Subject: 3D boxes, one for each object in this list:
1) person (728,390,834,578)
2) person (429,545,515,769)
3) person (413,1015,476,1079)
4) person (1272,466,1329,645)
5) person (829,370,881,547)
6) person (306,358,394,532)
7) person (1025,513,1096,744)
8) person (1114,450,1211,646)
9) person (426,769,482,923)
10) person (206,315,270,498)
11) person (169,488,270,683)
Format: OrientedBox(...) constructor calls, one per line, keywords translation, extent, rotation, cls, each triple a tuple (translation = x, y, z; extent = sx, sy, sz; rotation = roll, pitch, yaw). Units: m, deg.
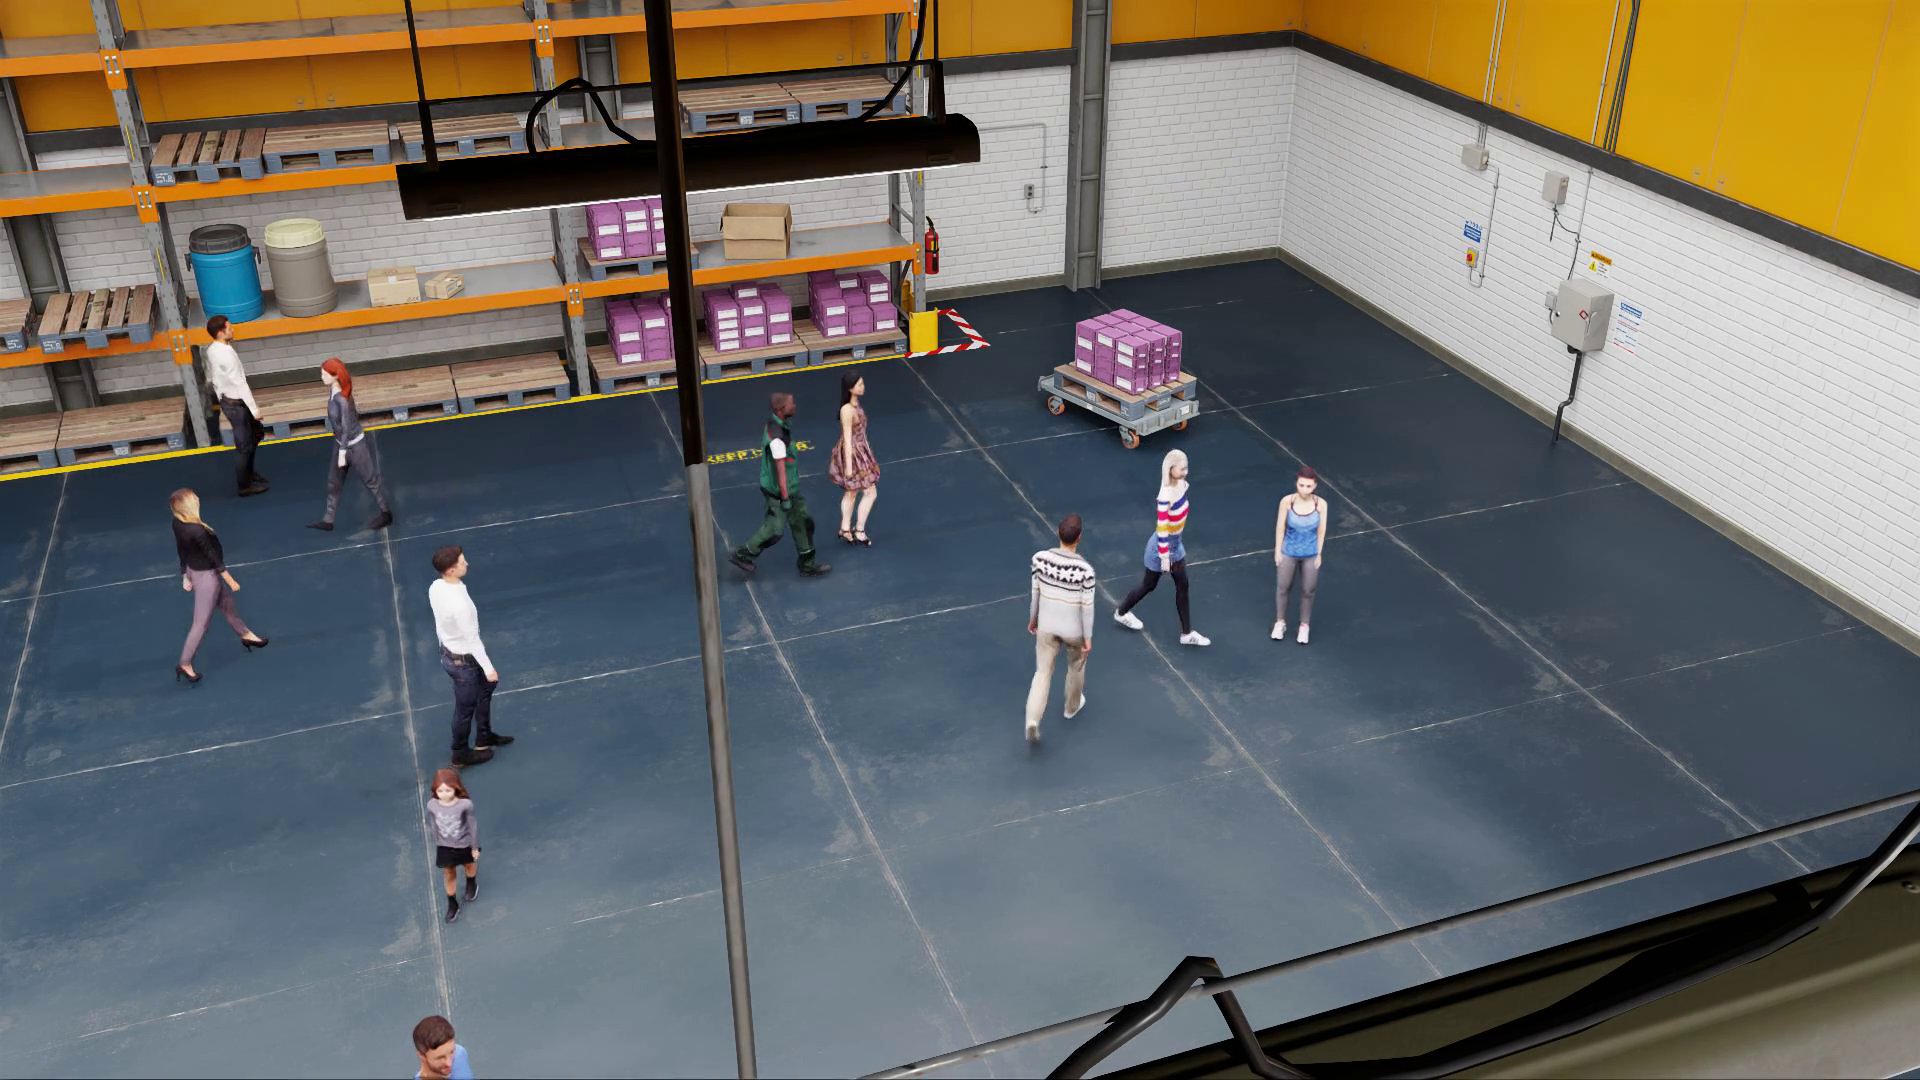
OrientedBox(translation=(-1.660, -0.434, 14.670), extent=(1.250, 1.803, 0.929), rotation=(-1, 29, -2), cls="person")
OrientedBox(translation=(-3.739, 0.897, 12.184), extent=(0.793, 1.848, 0.703), rotation=(-17, 33, -28), cls="person")
OrientedBox(translation=(-2.519, 3.065, 8.194), extent=(0.782, 1.863, 0.751), rotation=(8, 30, 15), cls="person")
OrientedBox(translation=(2.838, 0.116, 13.865), extent=(0.612, 1.608, 0.701), rotation=(5, 29, 10), cls="person")
OrientedBox(translation=(-1.060, -0.731, 15.257), extent=(0.826, 1.764, 0.754), rotation=(1, 29, 1), cls="person")
OrientedBox(translation=(-5.610, -0.884, 15.553), extent=(1.063, 1.748, 0.774), rotation=(-17, 33, -28), cls="person")
OrientedBox(translation=(0.736, 0.681, 12.580), extent=(1.113, 1.847, 1.155), rotation=(12, 31, 20), cls="person")
OrientedBox(translation=(1.633, 0.052, 13.819), extent=(1.153, 1.766, 1.154), rotation=(15, 32, 26), cls="person")
OrientedBox(translation=(-3.333, 1.949, 11.047), extent=(0.627, 1.089, 0.618), rotation=(-3, 29, -5), cls="person")
OrientedBox(translation=(-7.102, -1.259, 16.129), extent=(0.707, 1.856, 0.730), rotation=(-18, 33, -30), cls="person")
OrientedBox(translation=(-6.123, 0.404, 13.322), extent=(0.886, 1.623, 1.123), rotation=(25, 37, 38), cls="person")
